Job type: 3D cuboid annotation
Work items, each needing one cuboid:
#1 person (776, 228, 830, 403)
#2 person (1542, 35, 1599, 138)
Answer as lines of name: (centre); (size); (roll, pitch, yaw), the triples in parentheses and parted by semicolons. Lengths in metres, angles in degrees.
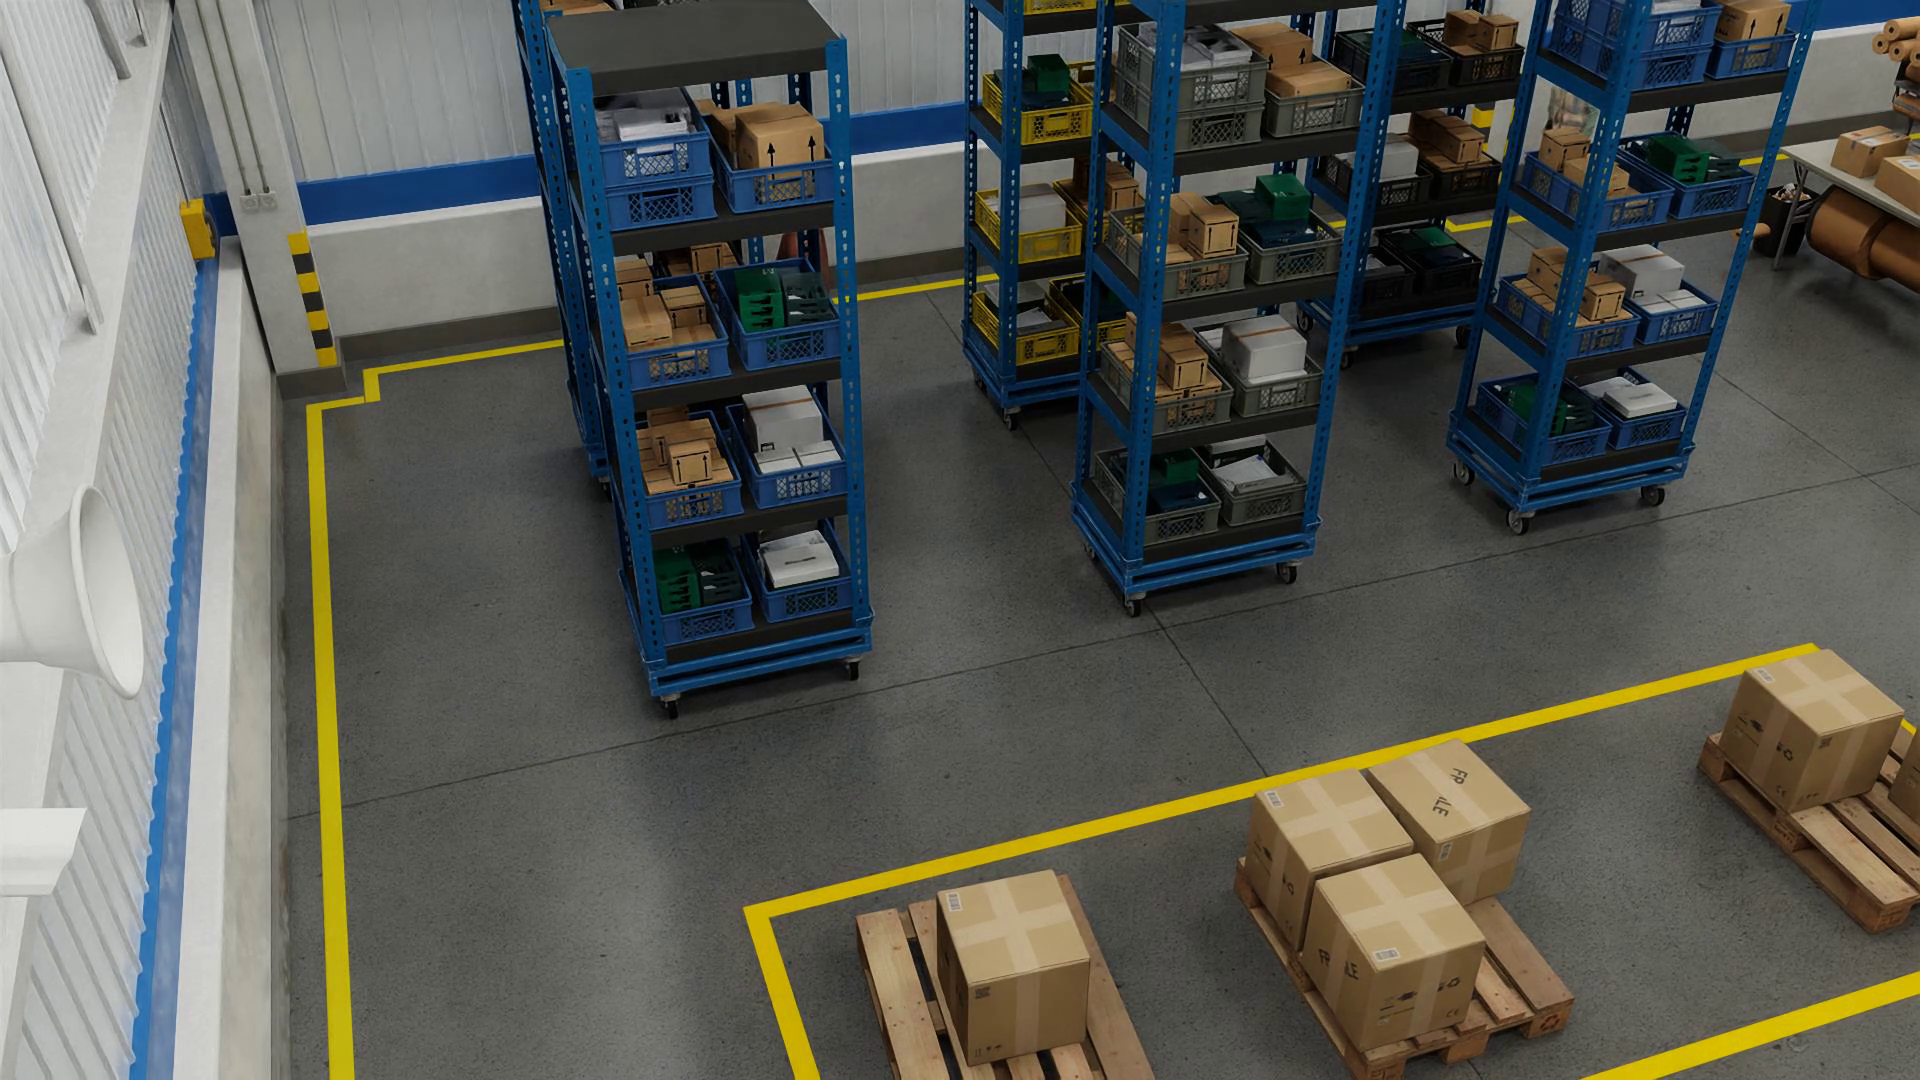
person: (-1.013, -1.470, 10.631); (0.379, 1.995, 0.612); (0, 35, 0)
person: (4.980, -3.338, 13.601); (0.349, 1.624, 0.508); (-16, 38, -21)
